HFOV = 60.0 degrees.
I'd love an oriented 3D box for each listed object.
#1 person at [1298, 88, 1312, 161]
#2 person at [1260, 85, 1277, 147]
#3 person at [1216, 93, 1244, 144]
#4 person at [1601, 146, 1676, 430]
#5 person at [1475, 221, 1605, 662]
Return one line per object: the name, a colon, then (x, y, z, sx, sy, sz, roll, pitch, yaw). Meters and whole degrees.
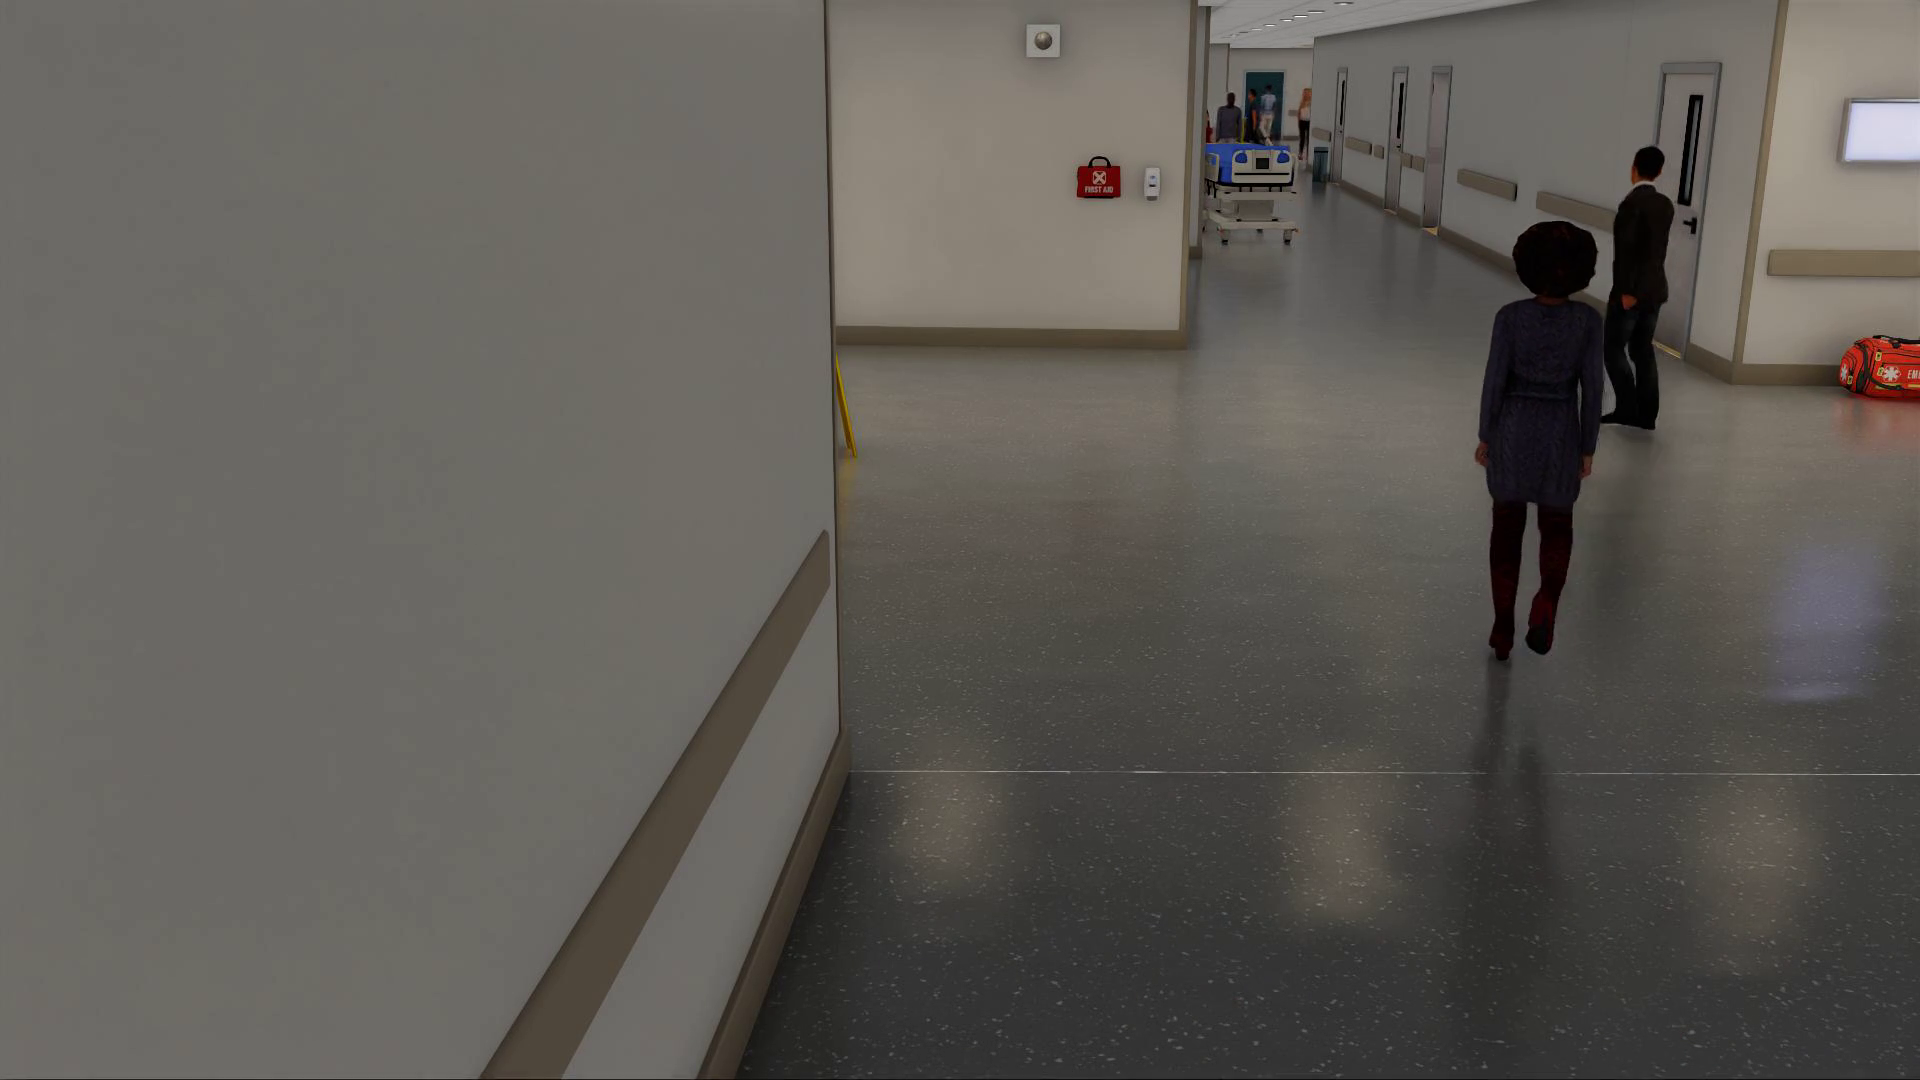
person: (8.924, -10.655, 42.766, 1.160, 1.780, 0.814, 5, 16, 16)
person: (9.465, -13.014, 51.031, 0.784, 1.836, 0.826, -3, 16, -9)
person: (5.430, -8.112, 33.668, 0.790, 1.822, 0.779, 3, 16, 9)
person: (4.357, -1.570, 10.564, 0.900, 1.769, 0.817, 15, 22, 43)
person: (2.173, -0.323, 6.272, 0.783, 1.698, 0.745, 5, 16, 16)
